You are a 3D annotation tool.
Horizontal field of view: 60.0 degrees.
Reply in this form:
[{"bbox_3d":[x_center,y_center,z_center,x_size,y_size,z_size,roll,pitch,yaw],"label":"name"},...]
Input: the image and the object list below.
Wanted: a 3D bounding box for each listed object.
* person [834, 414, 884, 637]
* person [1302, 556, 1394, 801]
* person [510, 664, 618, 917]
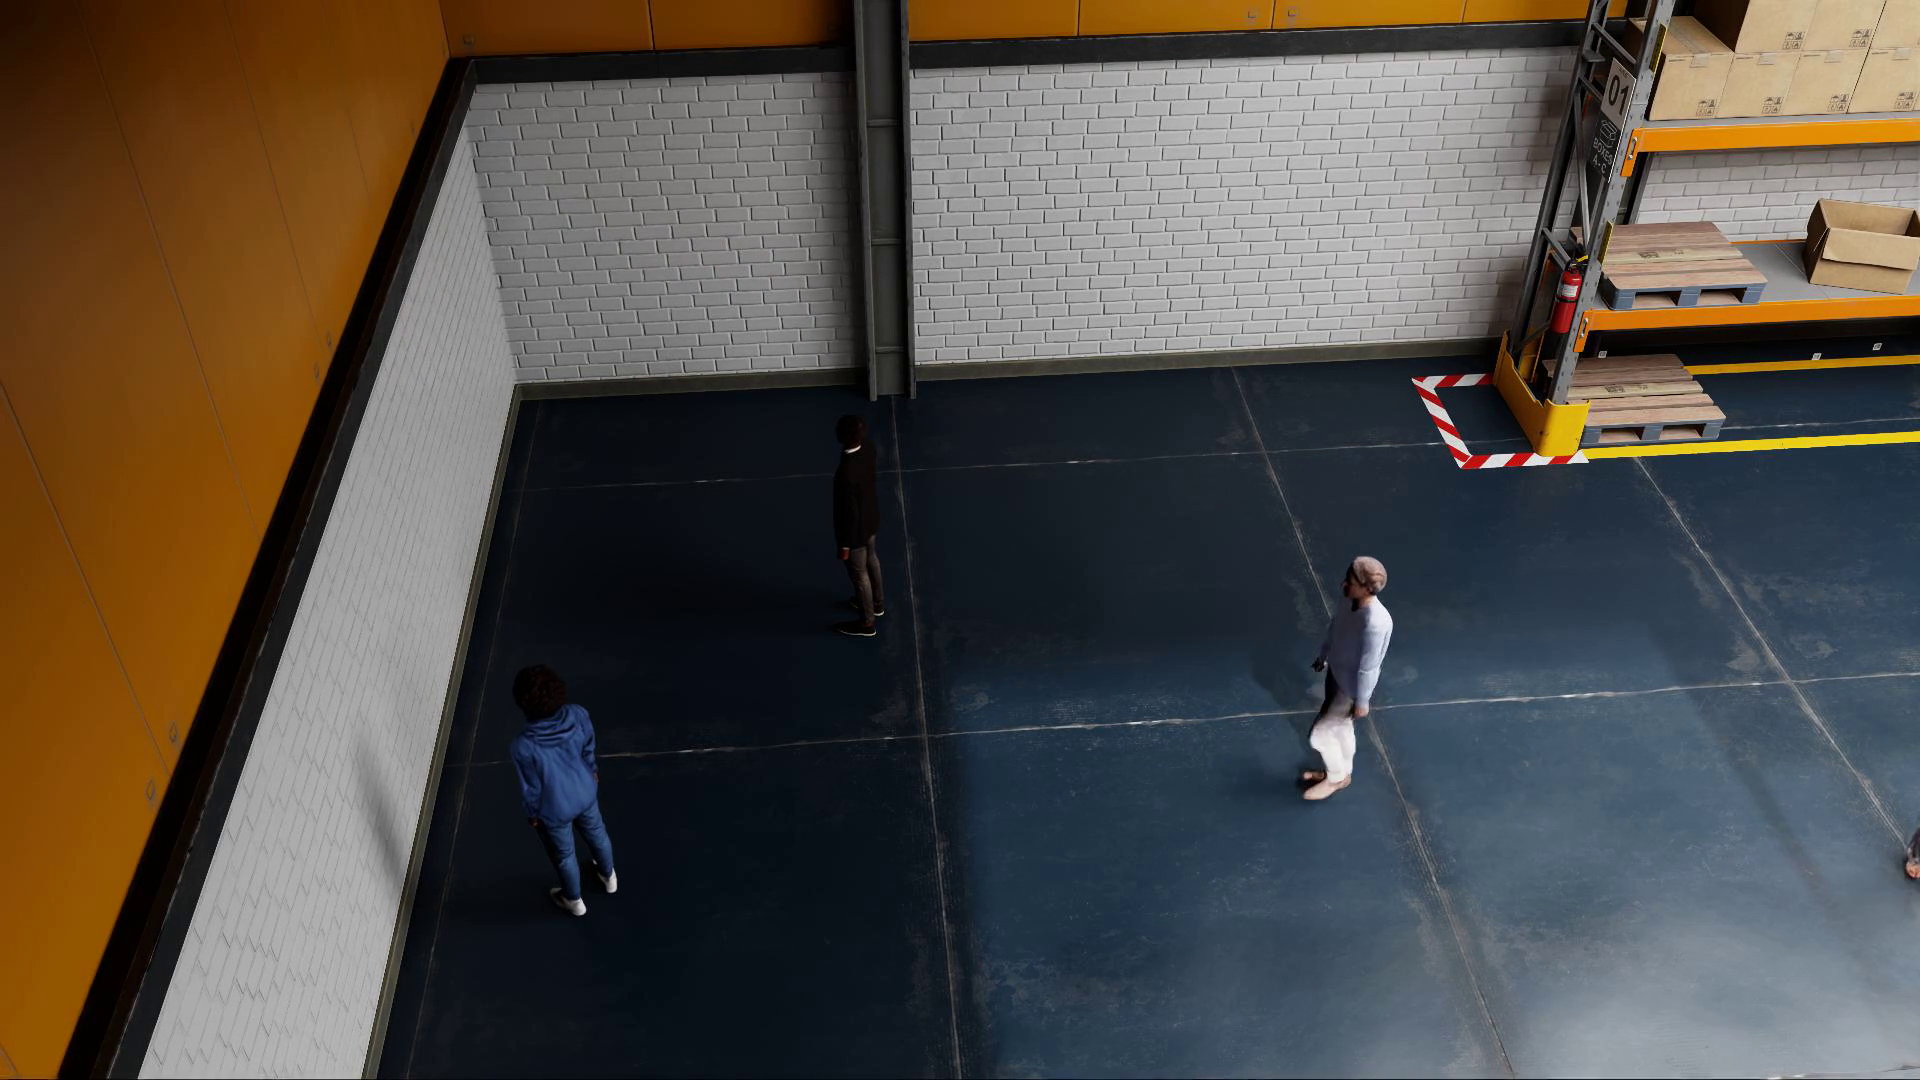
[{"bbox_3d":[-0.699,-0.107,11.413,0.701,1.799,0.730,12,40,14],"label":"person"},{"bbox_3d":[2.454,0.856,10.144,0.617,1.878,0.666,-4,39,-5],"label":"person"},{"bbox_3d":[-2.268,1.431,9.480,0.811,1.808,0.727,32,48,33],"label":"person"}]
